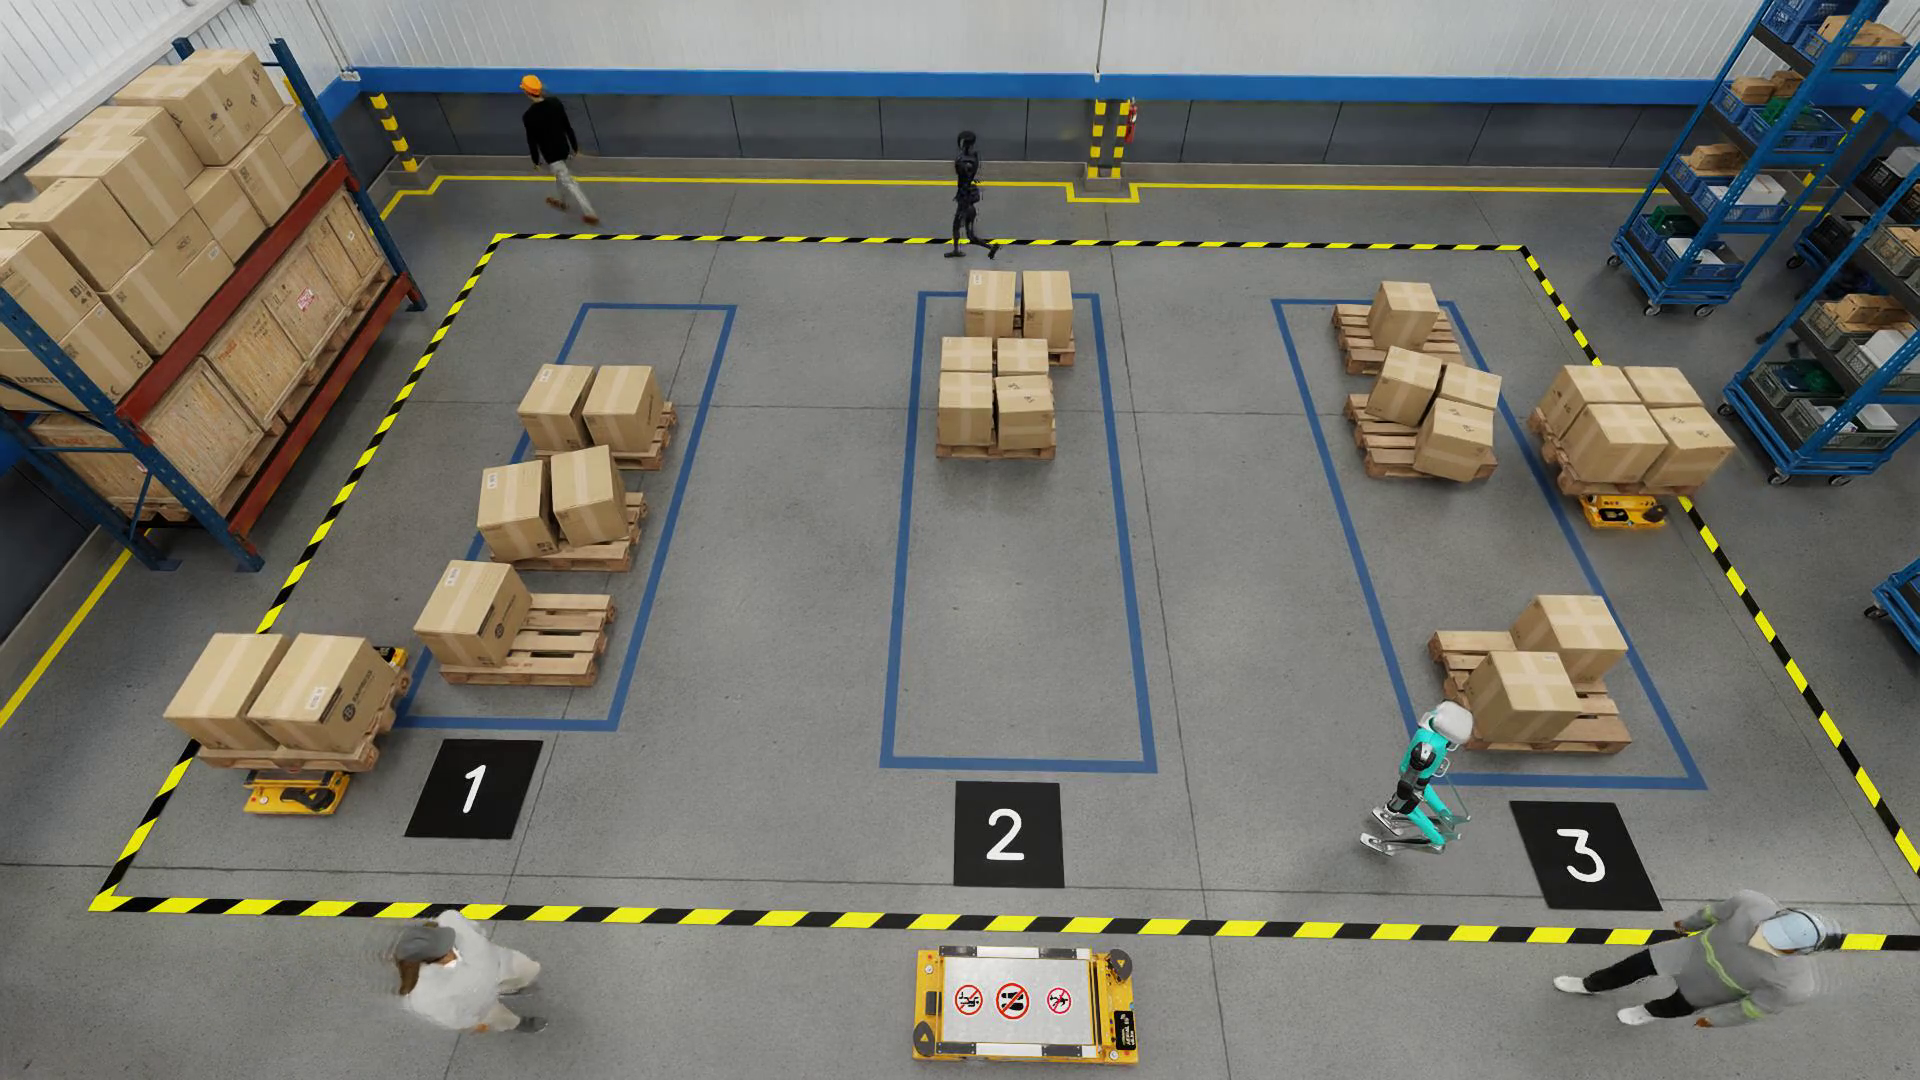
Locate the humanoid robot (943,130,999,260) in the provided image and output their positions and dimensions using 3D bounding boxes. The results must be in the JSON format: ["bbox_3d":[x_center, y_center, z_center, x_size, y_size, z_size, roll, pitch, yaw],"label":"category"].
[{"bbox_3d":[0.138,-4.081,10.913,0.632,1.632,0.589,-7,51,-6],"label":"humanoid robot"}]

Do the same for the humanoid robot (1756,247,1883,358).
[{"bbox_3d":[9.338,-2.633,9.733,0.611,1.639,0.410,26,56,20],"label":"humanoid robot"}]

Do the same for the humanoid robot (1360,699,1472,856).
[{"bbox_3d":[3.164,1.696,6.066,0.735,1.681,0.533,34,58,24],"label":"humanoid robot"}]

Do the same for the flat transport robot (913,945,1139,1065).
[{"bbox_3d":[0.422,3.041,6.007,1.431,0.231,0.659,1,51,1],"label":"flat transport robot"}]

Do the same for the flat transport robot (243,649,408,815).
[{"bbox_3d":[-5.030,1.457,7.280,0.652,0.197,1.431,1,51,1],"label":"flat transport robot"}]

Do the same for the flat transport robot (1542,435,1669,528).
[{"bbox_3d":[6.331,-0.726,9.060,0.652,0.197,1.431,1,51,1],"label":"flat transport robot"}]

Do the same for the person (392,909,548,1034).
[{"bbox_3d":[-2.838,2.609,5.394,0.426,1.759,0.562,2,51,1],"label":"person"}]

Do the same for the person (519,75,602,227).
[{"bbox_3d":[-5.079,-4.847,11.429,0.968,1.830,0.600,22,54,17],"label":"person"}]

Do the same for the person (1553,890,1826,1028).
[{"bbox_3d":[4.289,2.540,5.408,0.757,1.828,0.620,-1,51,-1],"label":"person"}]
